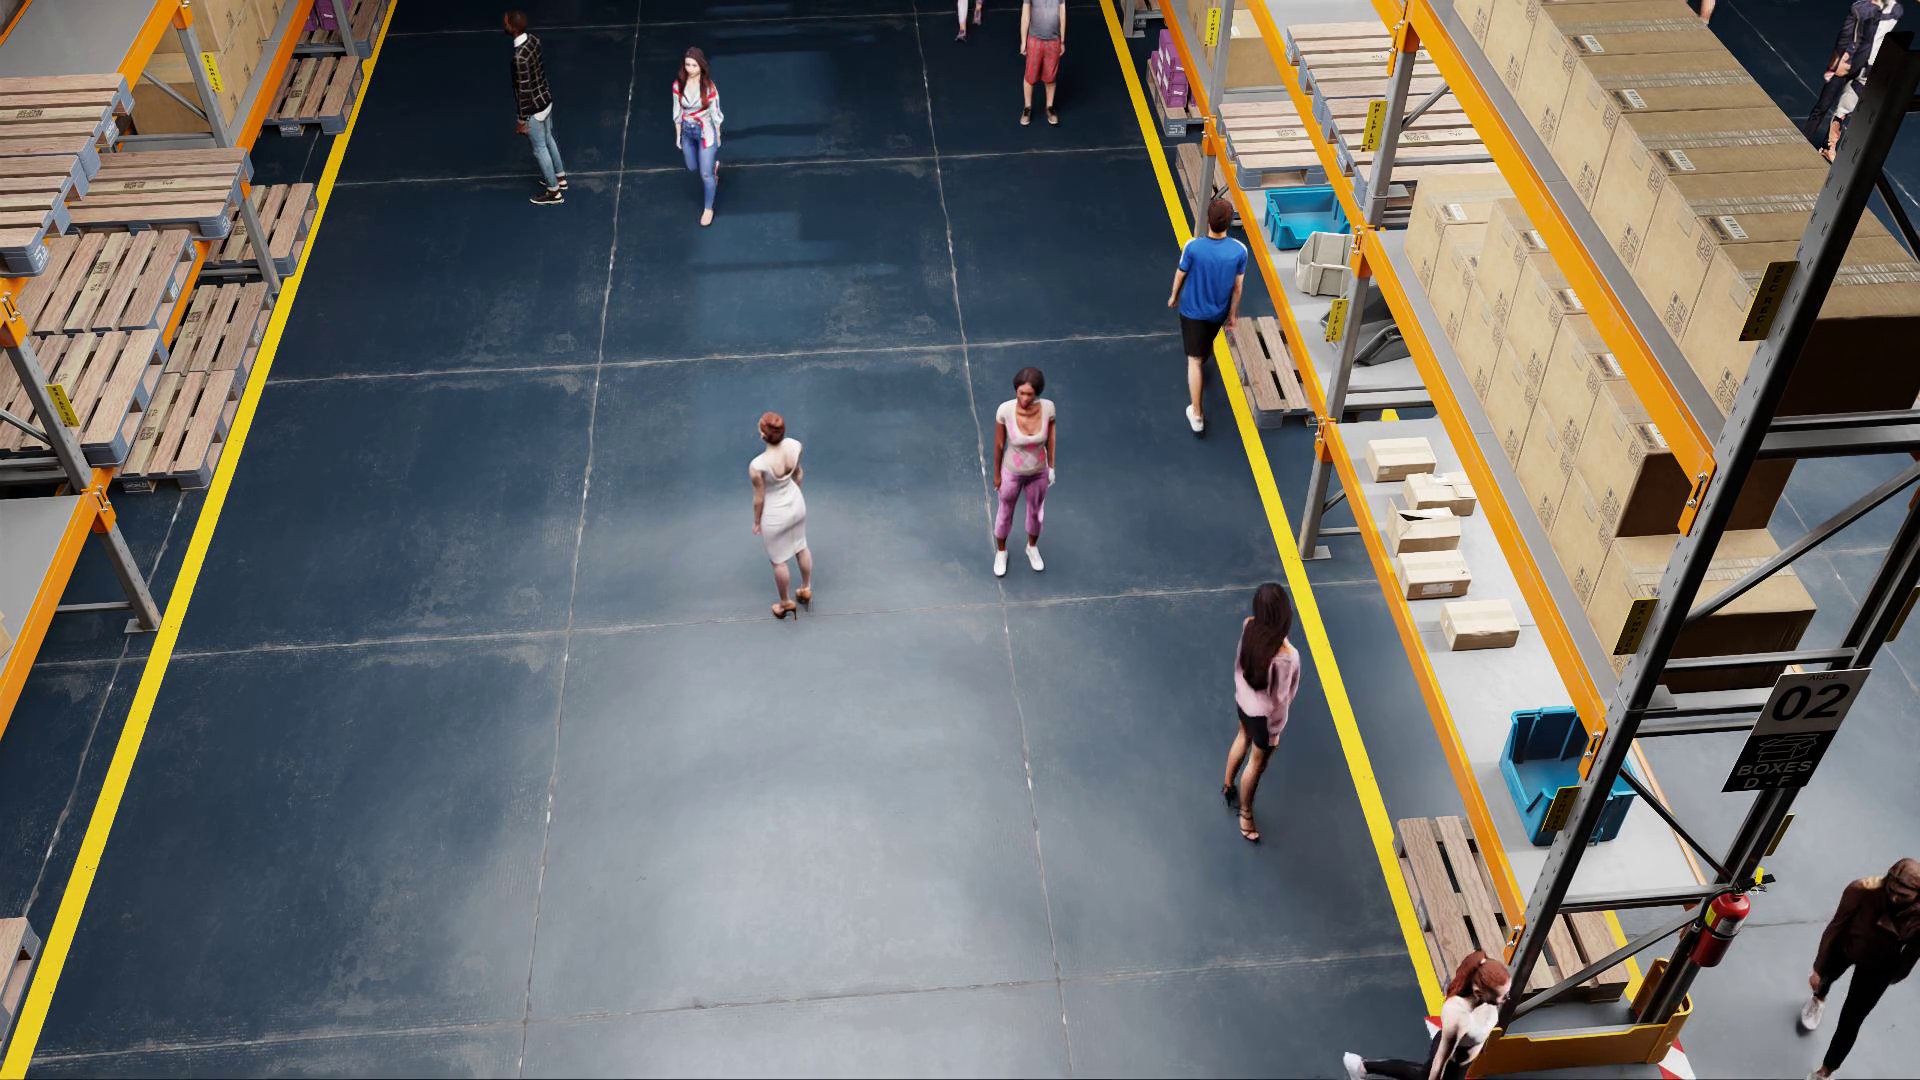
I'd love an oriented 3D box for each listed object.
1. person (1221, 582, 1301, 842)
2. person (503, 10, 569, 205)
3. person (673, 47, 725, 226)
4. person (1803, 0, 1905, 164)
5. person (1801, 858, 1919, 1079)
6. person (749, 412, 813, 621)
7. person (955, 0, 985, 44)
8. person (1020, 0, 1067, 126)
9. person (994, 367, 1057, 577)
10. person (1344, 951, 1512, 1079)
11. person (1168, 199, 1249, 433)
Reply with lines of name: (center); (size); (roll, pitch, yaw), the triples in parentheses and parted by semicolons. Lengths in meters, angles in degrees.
person: (1.742, 1.054, 9.692); (0.831, 1.787, 0.619); (-8, 44, -8)
person: (-3.774, -3.864, 14.831); (0.779, 1.818, 0.581); (5, 44, 5)
person: (-2.289, -3.633, 14.749); (0.782, 1.599, 0.974); (10, 44, 10)
person: (8.211, -4.347, 15.285); (0.681, 1.893, 0.588); (-2, 44, -2)
person: (4.690, 2.107, 8.682); (0.964, 1.656, 1.108); (21, 47, 20)
person: (-1.169, -0.158, 10.961); (0.628, 1.792, 0.661); (-33, 52, -30)
person: (0.167, -6.123, 17.270); (0.764, 1.725, 1.176); (5, 44, 5)
person: (0.803, -4.783, 15.920); (0.596, 1.649, 0.531); (-1, 44, -1)
person: (0.438, -0.471, 11.326); (0.587, 1.742, 0.521); (-6, 44, -7)
person: (2.352, 2.512, 8.212); (1.132, 1.719, 1.064); (31, 52, 29)
person: (1.848, -1.674, 12.527); (0.680, 1.826, 1.204); (-2, 44, -2)
